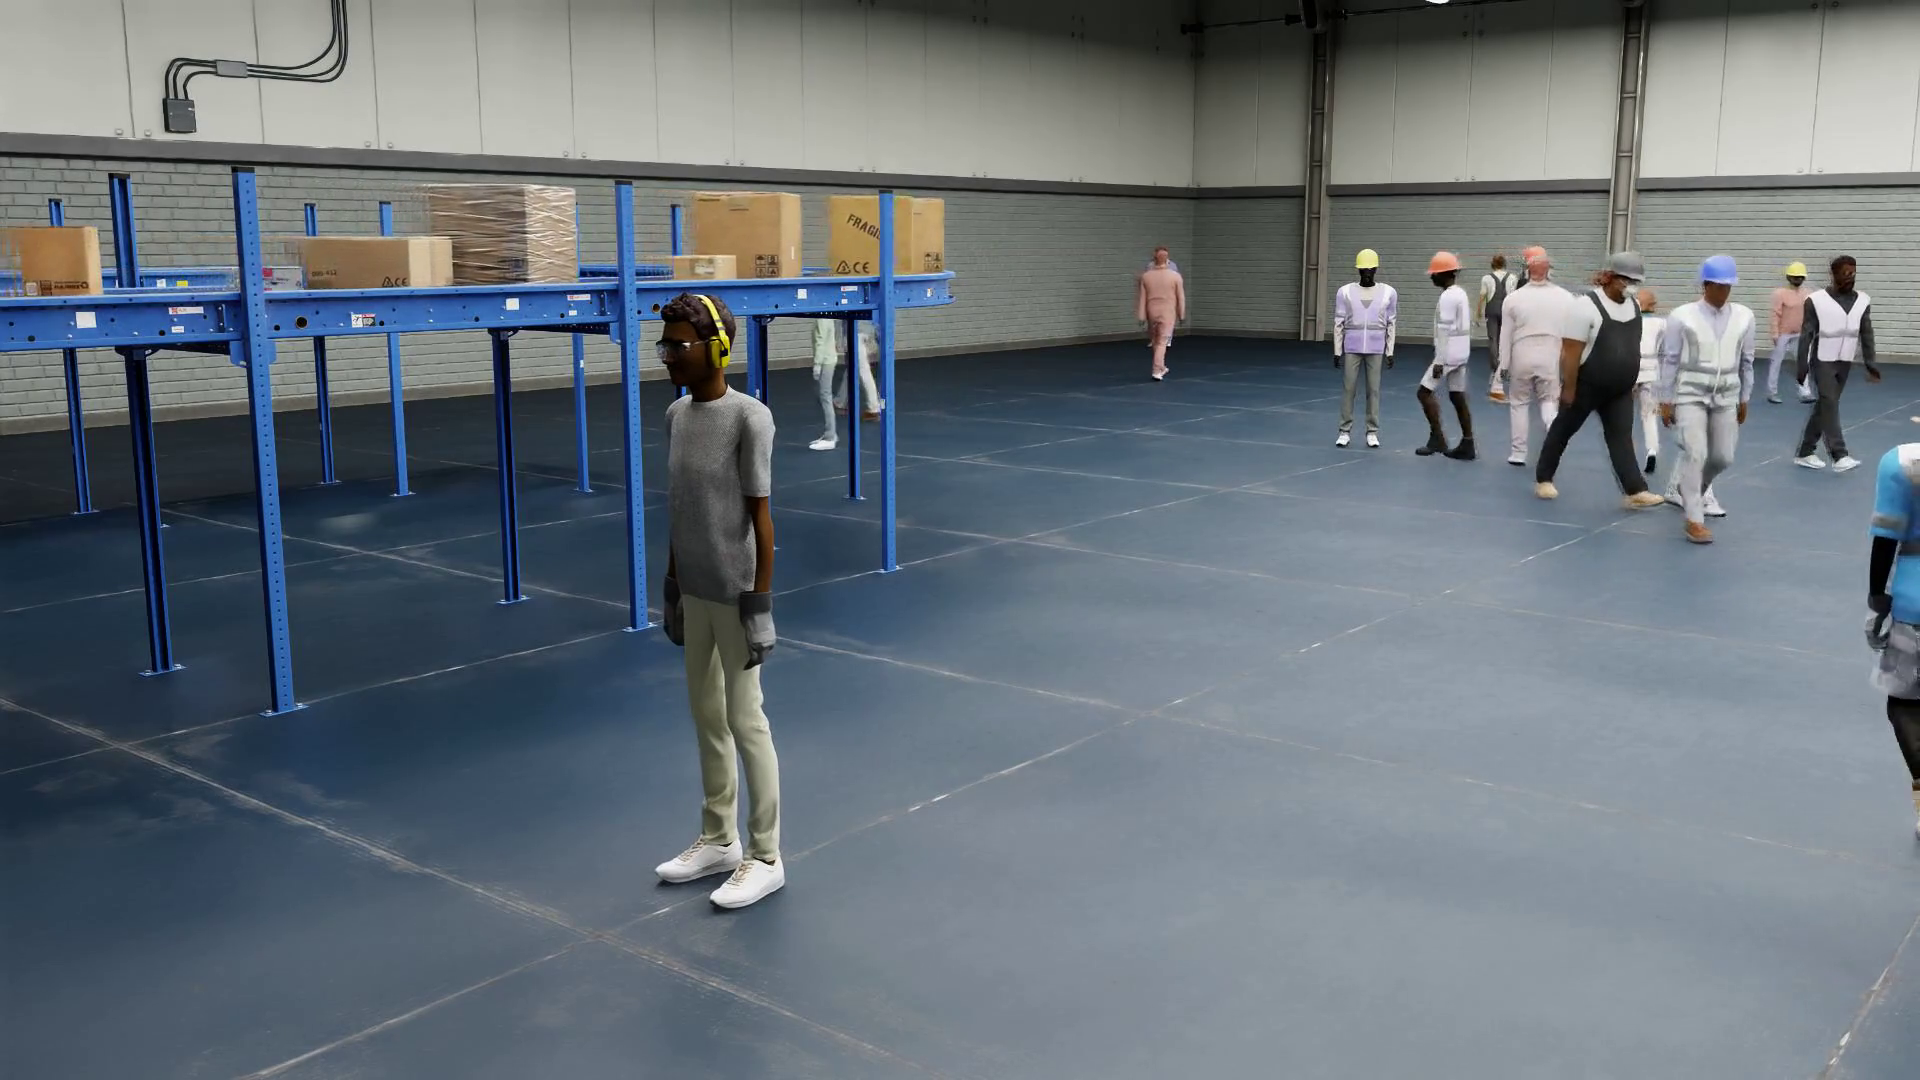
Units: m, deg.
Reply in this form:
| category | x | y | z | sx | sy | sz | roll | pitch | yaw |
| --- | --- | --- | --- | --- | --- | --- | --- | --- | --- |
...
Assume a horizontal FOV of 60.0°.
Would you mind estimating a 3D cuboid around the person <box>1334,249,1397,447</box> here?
| category | x | y | z | sx | sy | sz | roll | pitch | yaw |
| --- | --- | --- | --- | --- | --- | --- | --- | --- | --- |
| person | 3.967 | -1.877 | 16.313 | 0.591 | 1.925 | 0.385 | 2 | 10 | 12 |

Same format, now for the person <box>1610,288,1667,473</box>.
| category | x | y | z | sx | sy | sz | roll | pitch | yaw |
| --- | --- | --- | --- | --- | --- | --- | --- | --- | --- |
| person | 5.991 | -1.408 | 14.637 | 0.520 | 1.610 | 0.776 | 2 | 10 | 11 |

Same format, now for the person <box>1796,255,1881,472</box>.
| category | x | y | z | sx | sy | sz | roll | pitch | yaw |
| --- | --- | --- | --- | --- | --- | --- | --- | --- | --- |
| person | 7.702 | -1.529 | 14.514 | 0.608 | 1.871 | 0.960 | -2 | 10 | -13 |

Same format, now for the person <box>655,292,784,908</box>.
| category | x | y | z | sx | sy | sz | roll | pitch | yaw |
| --- | --- | --- | --- | --- | --- | --- | --- | --- | --- |
| person | -0.746 | 0.184 | 5.110 | 0.520 | 1.857 | 0.318 | 10 | 14 | 44 |

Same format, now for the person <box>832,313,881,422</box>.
| category | x | y | z | sx | sy | sz | roll | pitch | yaw |
| --- | --- | --- | --- | --- | --- | --- | --- | --- | --- |
| person | -1.257 | -2.294 | 18.708 | 1.012 | 1.889 | 0.658 | 7 | 13 | 36 |

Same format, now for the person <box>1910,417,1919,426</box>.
| category | x | y | z | sx | sy | sz | roll | pitch | yaw |
| --- | --- | --- | --- | --- | --- | --- | --- | --- | --- |
| person | 10.575 | -1.984 | 17.629 | 0.539 | 1.660 | 0.810 | -8 | 13 | -38 |

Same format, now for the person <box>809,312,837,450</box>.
| category | x | y | z | sx | sy | sz | roll | pitch | yaw |
| --- | --- | --- | --- | --- | --- | --- | --- | --- | --- |
| person | -1.337 | -1.693 | 16.121 | 0.300 | 1.626 | 0.518 | 0 | 10 | -1 |

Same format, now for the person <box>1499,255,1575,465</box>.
| category | x | y | z | sx | sy | sz | roll | pitch | yaw |
| --- | --- | --- | --- | --- | --- | --- | --- | --- | --- |
| person | 5.139 | -1.583 | 14.825 | 0.647 | 1.887 | 0.636 | 1 | 10 | 7 |

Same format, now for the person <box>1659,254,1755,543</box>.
| category | x | y | z | sx | sy | sz | roll | pitch | yaw |
| --- | --- | --- | --- | --- | --- | --- | --- | --- | --- |
| person | 5.039 | -0.975 | 11.312 | 0.615 | 1.930 | 0.645 | 0 | 10 | 0 |

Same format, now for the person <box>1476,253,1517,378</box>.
| category | x | y | z | sx | sy | sz | roll | pitch | yaw |
| --- | --- | --- | --- | --- | --- | --- | --- | --- | --- |
| person | 7.919 | -3.317 | 24.611 | 0.526 | 1.805 | 0.938 | 1 | 10 | 6 |

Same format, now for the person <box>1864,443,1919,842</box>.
| category | x | y | z | sx | sy | sz | roll | pitch | yaw |
| --- | --- | --- | --- | --- | --- | --- | --- | --- | --- |
| person | 3.179 | 0.240 | 5.284 | 0.541 | 1.677 | 0.582 | 3 | 11 | 14 |

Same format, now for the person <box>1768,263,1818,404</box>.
| category | x | y | z | sx | sy | sz | roll | pitch | yaw |
| --- | --- | --- | --- | --- | --- | --- | --- | --- | --- |
| person | 10.235 | -2.520 | 20.394 | 0.553 | 1.725 | 0.846 | -1 | 10 | -5 |

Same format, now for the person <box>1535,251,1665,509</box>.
| category | x | y | z | sx | sy | sz | roll | pitch | yaw |
| --- | --- | --- | --- | --- | --- | --- | --- | --- | --- |
| person | 4.899 | -1.267 | 12.734 | 0.693 | 2.000 | 1.119 | -4 | 11 | -20 |

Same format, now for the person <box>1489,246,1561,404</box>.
| category | x | y | z | sx | sy | sz | roll | pitch | yaw |
| --- | --- | --- | --- | --- | --- | --- | --- | --- | --- |
| person | 7.017 | -2.627 | 20.447 | 1.050 | 1.934 | 0.636 | 9 | 13 | 39 |

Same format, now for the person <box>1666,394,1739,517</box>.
| category | x | y | z | sx | sy | sz | roll | pitch | yaw |
| --- | --- | --- | --- | --- | --- | --- | --- | --- | --- |
| person | 5.525 | -0.990 | 12.306 | 0.526 | 1.592 | 0.777 | -3 | 11 | -18 |

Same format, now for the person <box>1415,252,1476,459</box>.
| category | x | y | z | sx | sy | sz | roll | pitch | yaw |
| --- | --- | --- | --- | --- | --- | --- | --- | --- | --- |
| person | 4.486 | -1.691 | 15.352 | 0.652 | 1.899 | 0.590 | 6 | 12 | 30 |

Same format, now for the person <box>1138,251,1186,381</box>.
| category | x | y | z | sx | sy | sz | roll | pitch | yaw |
| --- | --- | --- | --- | --- | --- | --- | --- | --- | --- |
| person | 2.938 | -3.255 | 24.162 | 0.639 | 1.856 | 1.015 | 5 | 11 | 25 |

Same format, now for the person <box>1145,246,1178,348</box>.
| category | x | y | z | sx | sy | sz | roll | pitch | yaw |
| --- | --- | --- | --- | --- | --- | --- | --- | --- | --- |
| person | 3.767 | -4.577 | 31.340 | 0.652 | 1.904 | 0.402 | -2 | 10 | -13 |
